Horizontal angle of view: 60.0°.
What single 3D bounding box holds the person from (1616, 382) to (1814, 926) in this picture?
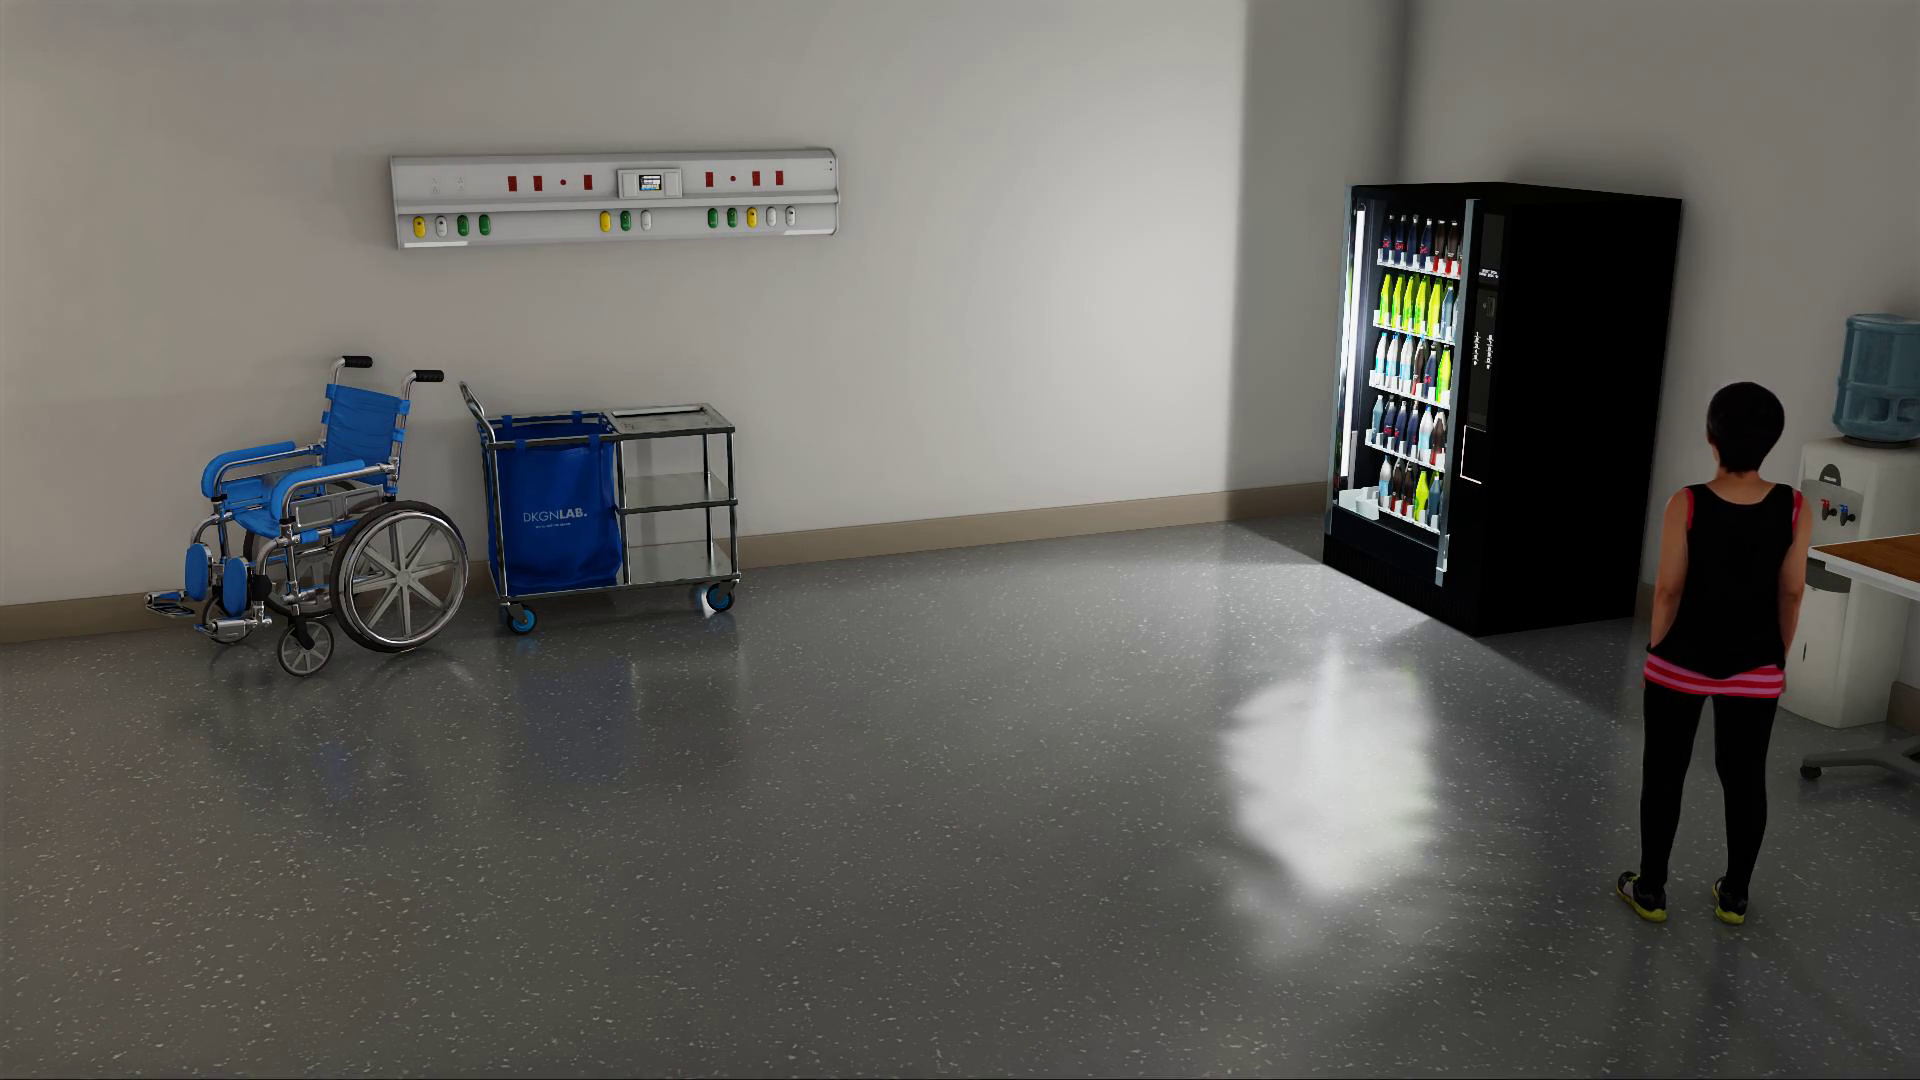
[{"bbox_3d":[2.101,0.322,4.618,0.617,1.552,0.640,2,16,9],"label":"person"}]
